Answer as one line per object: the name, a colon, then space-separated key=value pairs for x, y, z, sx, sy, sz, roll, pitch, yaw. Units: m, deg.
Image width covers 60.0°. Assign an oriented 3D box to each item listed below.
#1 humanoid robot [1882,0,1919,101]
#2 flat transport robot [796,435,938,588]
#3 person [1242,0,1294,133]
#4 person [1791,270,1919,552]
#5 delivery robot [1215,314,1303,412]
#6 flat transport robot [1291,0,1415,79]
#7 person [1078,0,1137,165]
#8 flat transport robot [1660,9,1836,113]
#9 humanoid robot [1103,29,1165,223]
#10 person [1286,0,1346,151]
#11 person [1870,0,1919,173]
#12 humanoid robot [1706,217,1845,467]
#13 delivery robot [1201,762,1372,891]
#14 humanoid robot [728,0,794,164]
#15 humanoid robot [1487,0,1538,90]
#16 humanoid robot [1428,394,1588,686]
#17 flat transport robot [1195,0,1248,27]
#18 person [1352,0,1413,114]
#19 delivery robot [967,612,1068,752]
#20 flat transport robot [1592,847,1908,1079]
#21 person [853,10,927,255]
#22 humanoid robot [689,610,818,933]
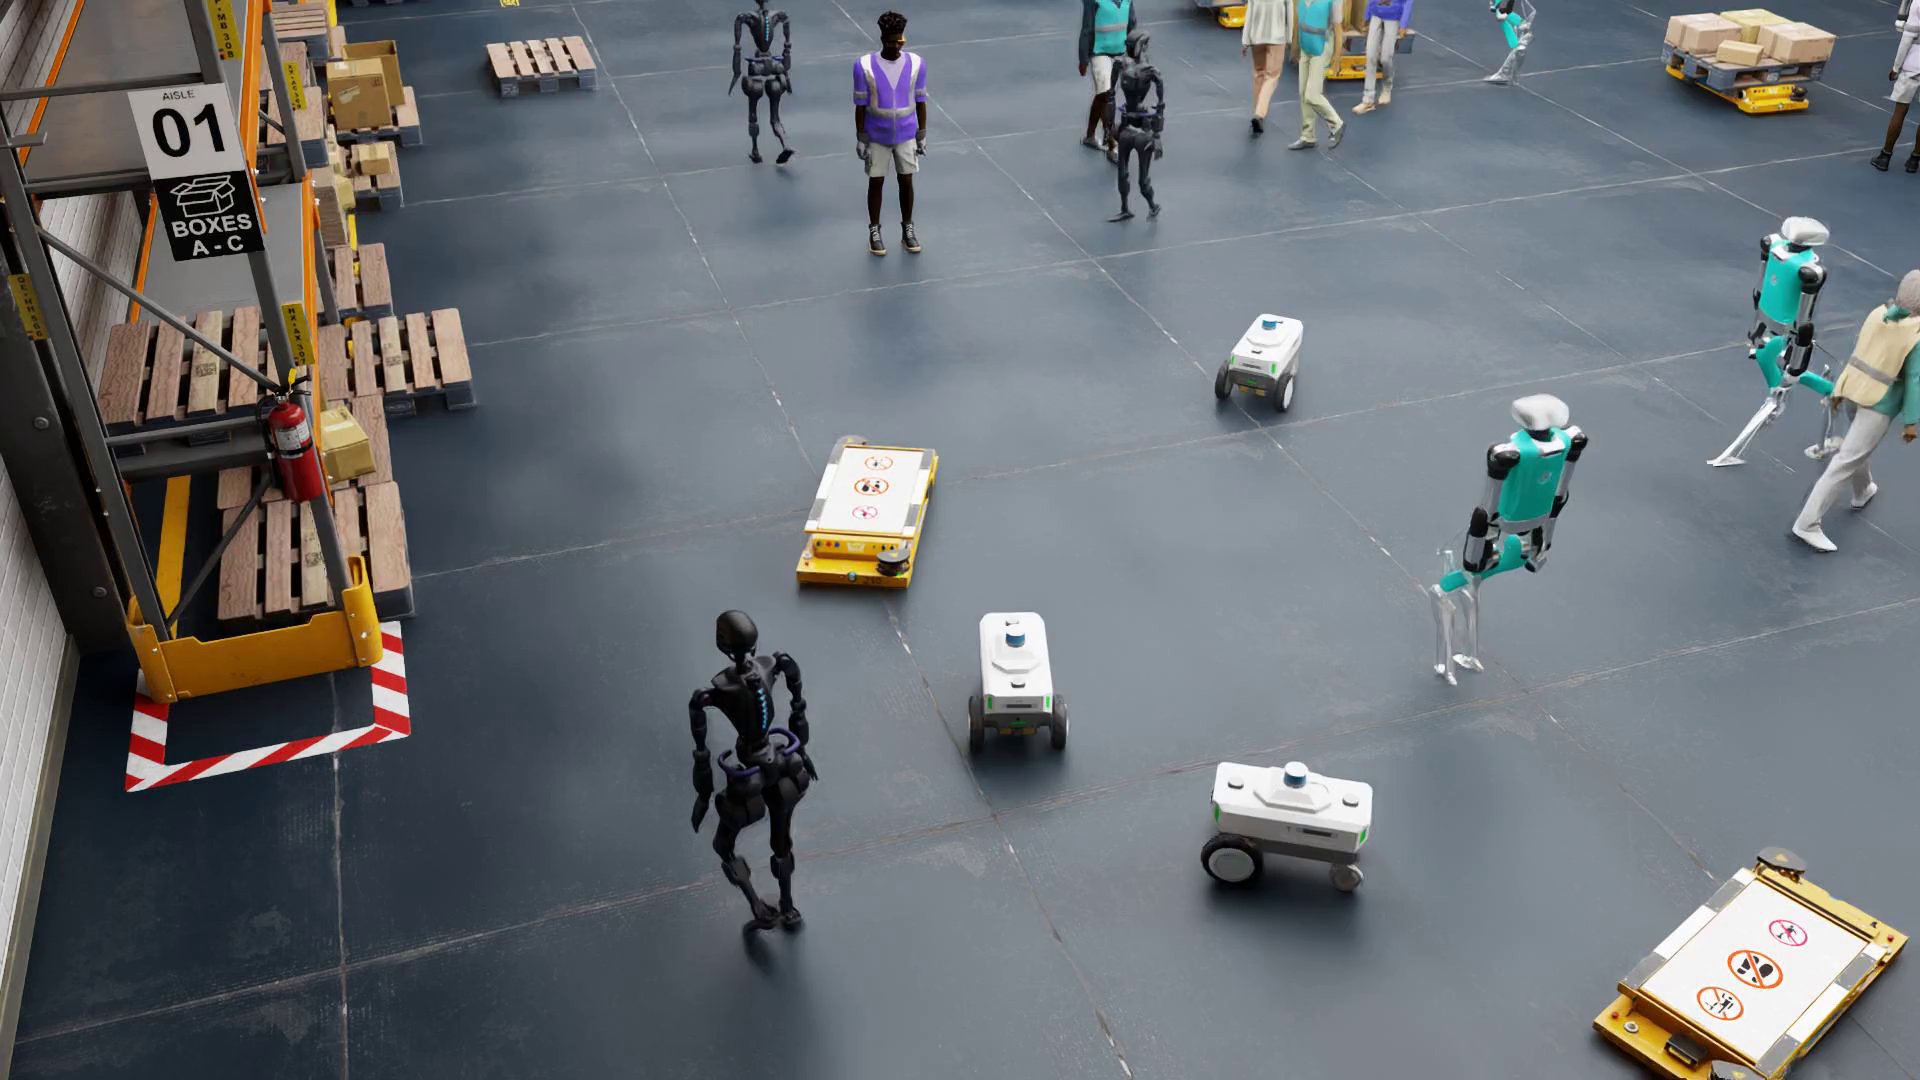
humanoid robot: x=9.611 y=-5.175 z=16.460 sx=0.530 sy=1.805 sz=0.665 roll=-20 pitch=38 yaw=-27
flat transport robot: x=-0.542 y=-0.192 z=10.153 sx=0.659 sy=0.231 sz=1.431 roll=4 pitch=33 yaw=5
person: x=2.911 y=-4.735 z=15.859 sx=0.456 sy=1.632 sz=0.773 roll=14 pitch=36 yaw=20
person: x=5.403 y=-0.773 z=9.770 sx=0.846 sy=1.653 sz=0.555 roll=-6 pitch=34 yaw=-9
delivery robot: x=2.117 y=-1.276 z=11.533 sx=0.499 sy=0.572 sz=0.747 roll=15 pitch=36 yaw=21
flat transport robot: x=4.113 y=-5.272 z=17.944 sx=0.659 sy=0.231 sz=1.431 roll=-3 pitch=33 yaw=-5
person: x=1.418 y=-4.397 z=15.094 sx=0.586 sy=1.908 sz=0.873 roll=-23 pitch=40 yaw=-31
flat transport robot: x=7.970 y=-4.709 z=17.081 sx=0.659 sy=0.231 sz=1.431 roll=-8 pitch=34 yaw=-13
humanoid robot: x=1.499 y=-3.419 z=13.839 sx=0.603 sy=1.678 sz=0.411 roll=25 pitch=41 yaw=33
person: x=3.275 y=-4.479 z=15.304 sx=0.466 sy=1.817 sz=0.598 roll=-15 pitch=36 yaw=-21
person: x=8.615 y=-4.240 z=14.845 sx=0.543 sy=1.927 sz=0.370 roll=9 pitch=34 yaw=13
humanoid robot: x=5.364 y=-1.205 z=10.396 sx=0.997 sy=1.759 sz=0.574 roll=-6 pitch=34 yaw=-9
delivery robot: x=1.491 y=1.273 z=7.640 sx=0.768 sy=0.591 sz=0.499 roll=7 pitch=34 yaw=11
humanoid robot: x=-1.766 y=-4.183 z=15.003 sx=0.624 sy=1.632 sz=0.599 roll=-16 pitch=36 yaw=-23
humanoid robot: x=5.647 y=-5.408 z=16.911 sx=0.758 sy=1.887 sz=0.549 roll=3 pitch=33 yaw=4
humanoid robot: x=2.705 y=-0.021 z=8.534 sx=0.538 sy=1.776 sz=0.691 roll=-13 pitch=35 yaw=-19
flat transport robot: x=3.230 y=-6.309 z=19.535 sx=0.659 sy=0.231 sz=1.431 roll=-6 pitch=34 yaw=-8
person: x=4.166 y=-5.118 z=16.263 sx=0.578 sy=1.847 sz=0.523 roll=-29 pitch=43 yaw=-36
delivery robot: x=0.281 y=0.714 z=8.511 sx=0.499 sy=0.606 sz=0.807 roll=-1 pitch=33 yaw=-1
flat transport robot: x=3.366 y=1.844 z=7.030 sx=1.431 sy=0.231 sz=0.659 roll=-25 pitch=41 yaw=-33
person: x=-0.546 y=-3.248 z=13.297 sx=0.602 sy=1.958 sz=0.375 roll=-8 pitch=34 yaw=-12
humanoid robot: x=-0.861 y=0.995 z=7.034 sx=0.596 sy=1.647 sz=0.346 roll=-24 pitch=40 yaw=-32
